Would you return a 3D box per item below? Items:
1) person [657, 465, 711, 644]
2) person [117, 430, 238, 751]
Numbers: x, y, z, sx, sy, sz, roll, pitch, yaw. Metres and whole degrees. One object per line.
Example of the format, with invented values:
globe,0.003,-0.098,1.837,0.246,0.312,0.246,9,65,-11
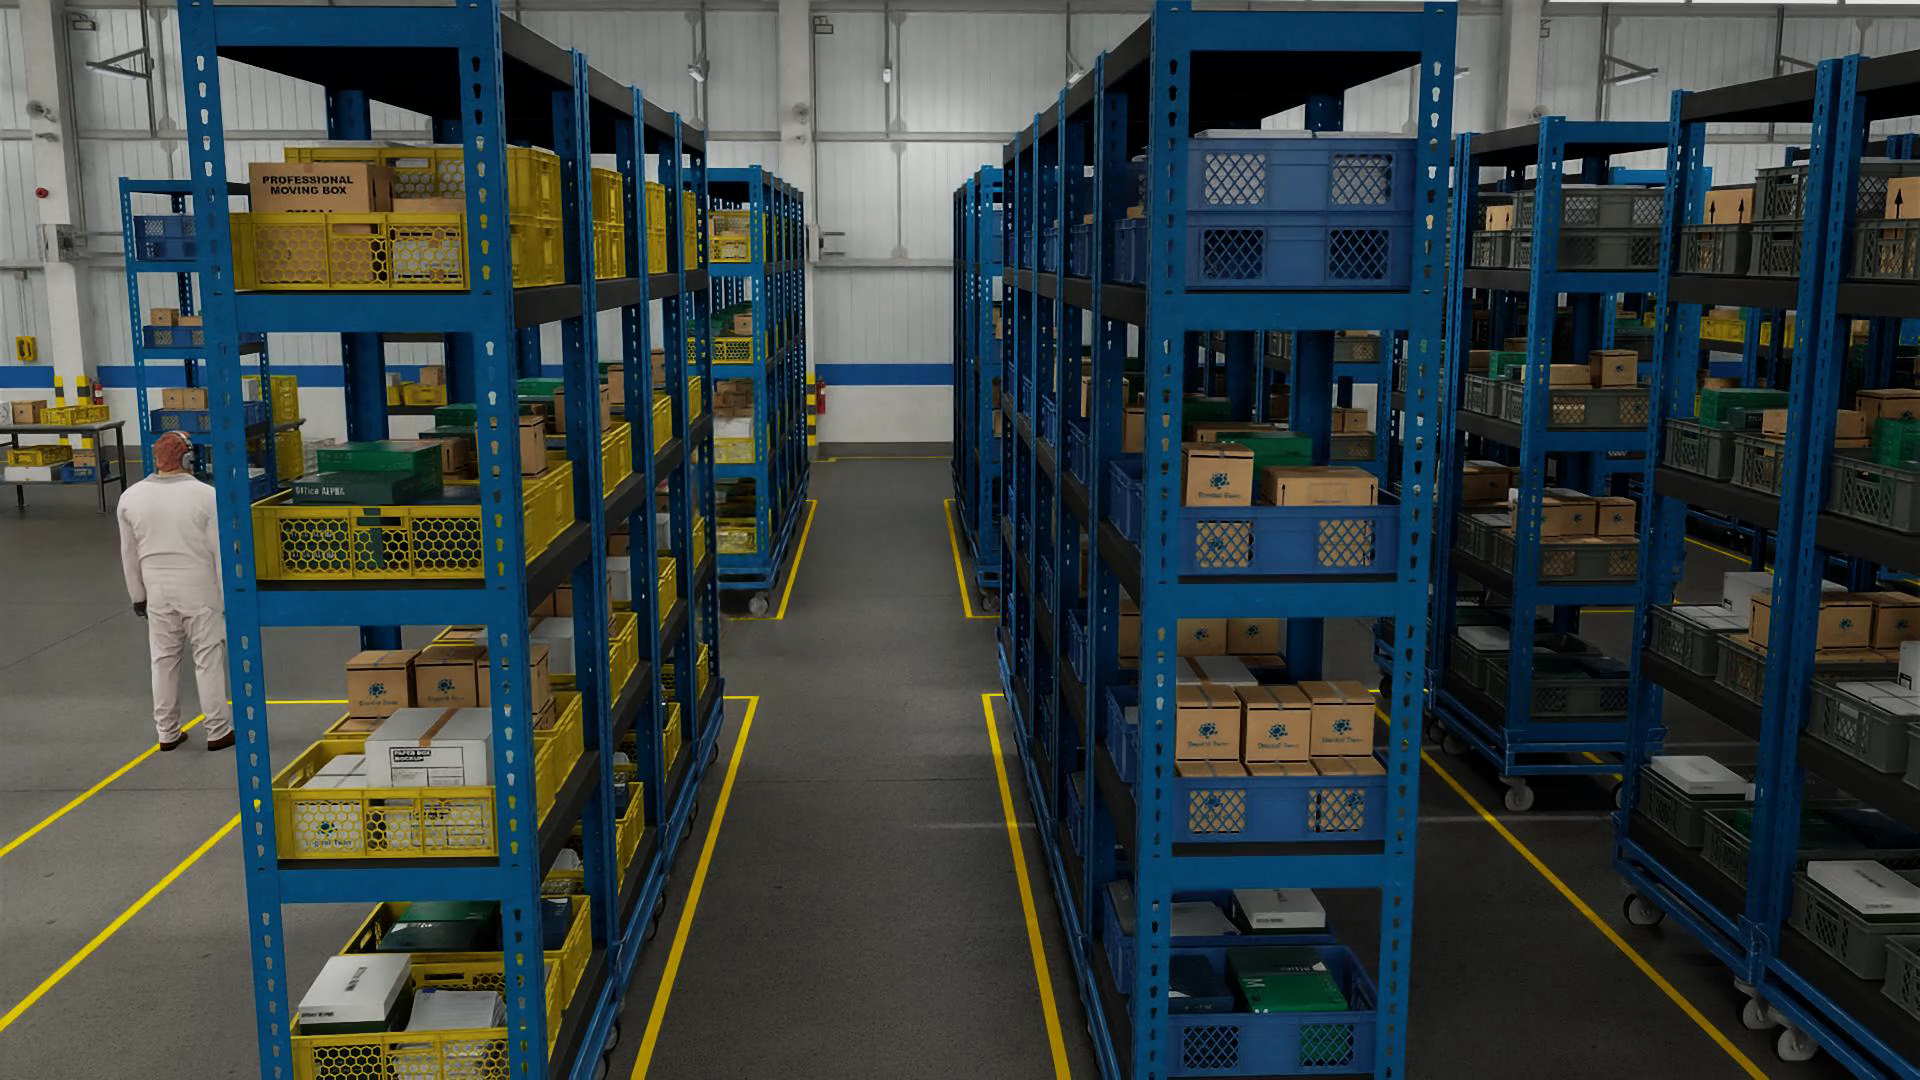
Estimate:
person,-2.140,-0.088,11.870,0.474,1.970,0.635,-4,11,-22
person,-4.573,0.303,9.836,0.652,1.906,0.405,0,10,2
